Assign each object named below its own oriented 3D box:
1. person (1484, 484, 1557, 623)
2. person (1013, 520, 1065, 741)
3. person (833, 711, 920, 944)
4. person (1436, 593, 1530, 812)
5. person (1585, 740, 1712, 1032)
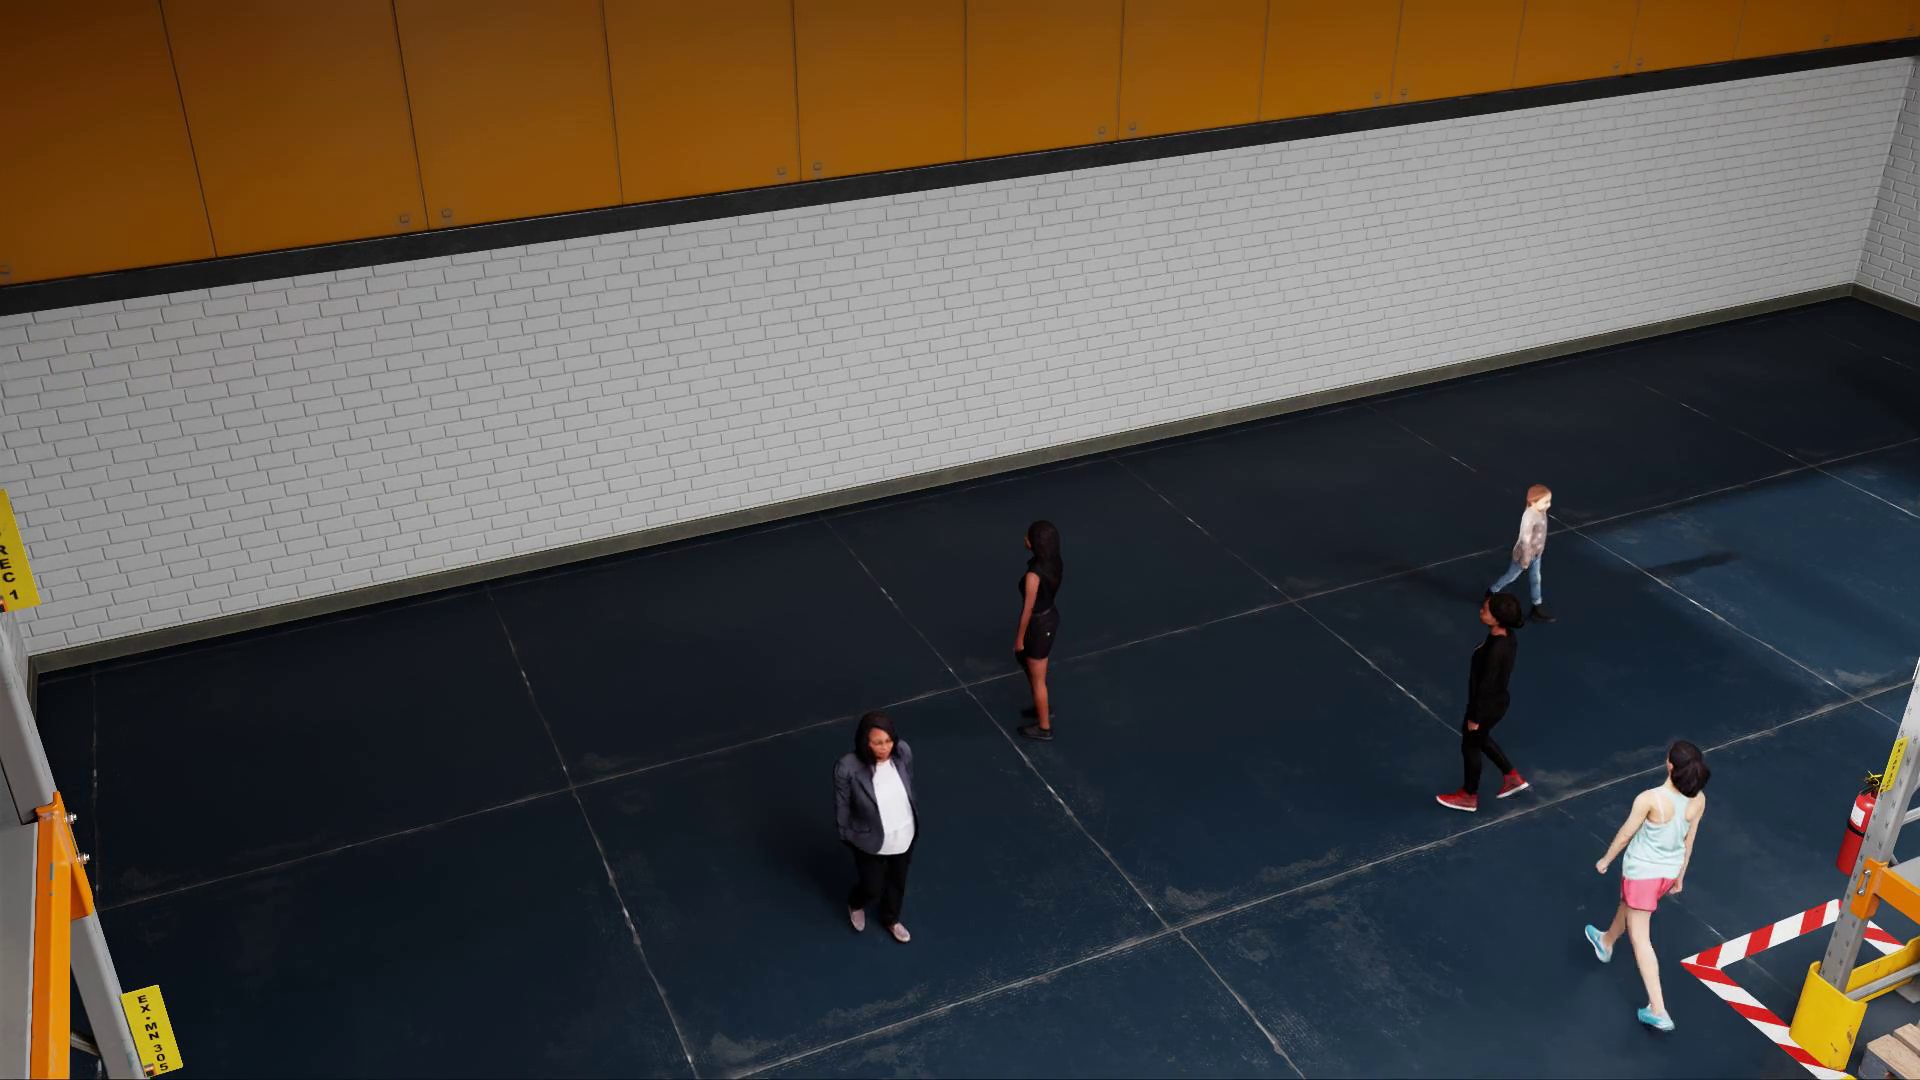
[{"bbox_3d":[4.489,0.079,13.302,0.892,1.173,0.685,25,37,37],"label":"person"},{"bbox_3d":[0.631,0.657,11.660,0.772,1.731,0.713,10,30,18],"label":"person"},{"bbox_3d":[-0.499,1.691,9.915,0.726,1.587,0.782,-19,34,-31],"label":"person"},{"bbox_3d":[3.539,1.100,10.923,0.915,1.658,0.842,12,31,21],"label":"person"},{"bbox_3d":[3.897,1.935,9.320,0.779,1.728,1.232,-6,29,-11],"label":"person"}]
